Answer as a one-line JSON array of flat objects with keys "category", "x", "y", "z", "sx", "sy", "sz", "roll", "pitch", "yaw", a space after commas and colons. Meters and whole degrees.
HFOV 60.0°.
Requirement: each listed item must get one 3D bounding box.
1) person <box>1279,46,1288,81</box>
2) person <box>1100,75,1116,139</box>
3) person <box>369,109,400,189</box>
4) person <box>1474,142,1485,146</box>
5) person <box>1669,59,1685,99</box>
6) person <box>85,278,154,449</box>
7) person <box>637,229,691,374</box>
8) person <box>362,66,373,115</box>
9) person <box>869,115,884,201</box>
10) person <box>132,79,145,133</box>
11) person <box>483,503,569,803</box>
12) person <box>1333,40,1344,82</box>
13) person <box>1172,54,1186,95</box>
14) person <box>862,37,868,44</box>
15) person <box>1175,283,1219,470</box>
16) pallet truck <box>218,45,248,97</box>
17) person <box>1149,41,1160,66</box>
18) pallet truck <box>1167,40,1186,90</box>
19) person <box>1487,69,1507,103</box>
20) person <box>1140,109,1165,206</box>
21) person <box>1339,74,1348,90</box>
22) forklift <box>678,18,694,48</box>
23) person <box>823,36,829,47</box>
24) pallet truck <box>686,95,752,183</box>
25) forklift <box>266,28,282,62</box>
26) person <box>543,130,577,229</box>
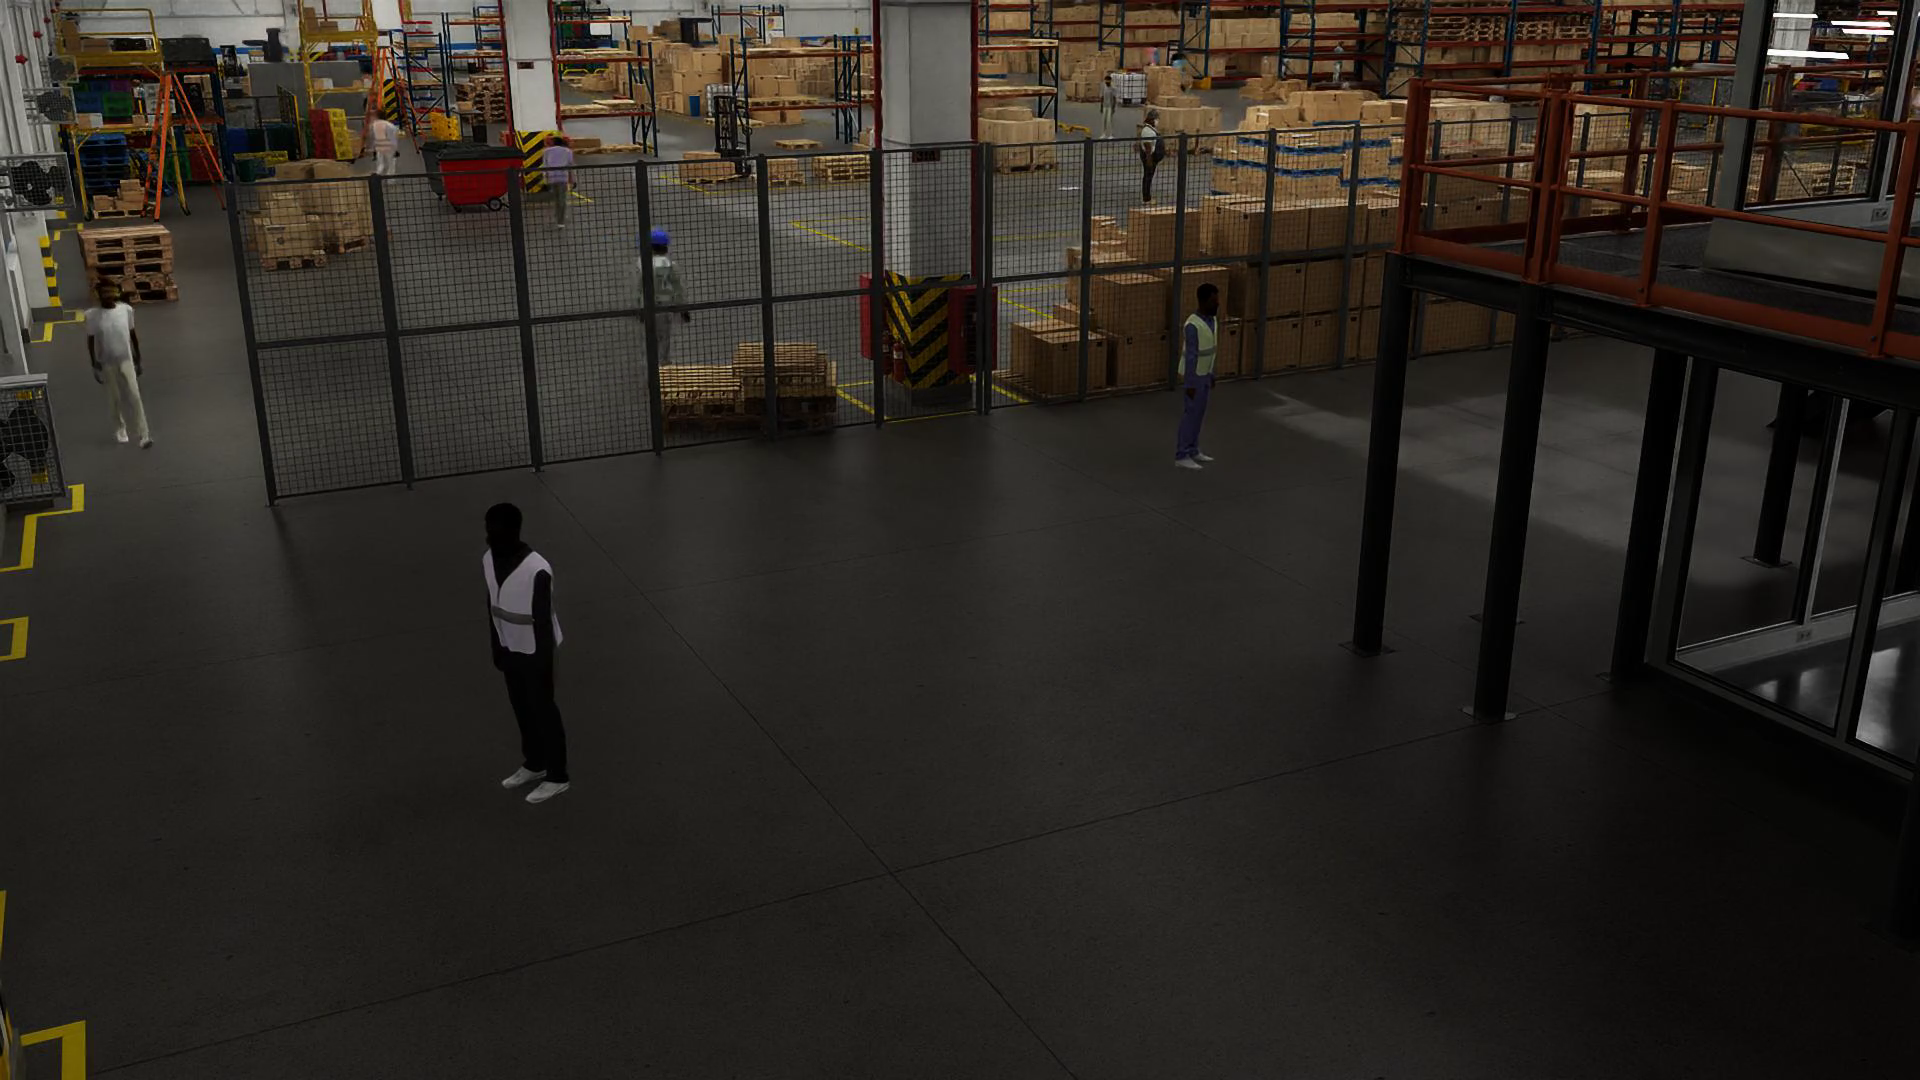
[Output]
[{"category": "person", "x": 12.916, "y": -18.838, "z": 66.717, "sx": 0.371, "sy": 1.928, "sz": 0.543, "roll": -8, "pitch": 21, "yaw": -23}, {"category": "person", "x": 4.428, "y": -12.942, "z": 49.734, "sx": 0.528, "sy": 1.860, "sz": 0.333, "roll": 15, "pitch": 24, "yaw": 37}, {"category": "person", "x": -13.267, "y": -9.010, "z": 38.388, "sx": 0.641, "sy": 1.832, "sz": 0.463, "roll": 4, "pitch": 19, "yaw": 11}, {"category": "person", "x": 9.451, "y": -6.293, "z": 30.404, "sx": 0.557, "sy": 1.889, "sz": 0.961, "roll": -16, "pitch": 25, "yaw": -39}, {"category": "person", "x": 26.667, "y": -17.051, "z": 61.945, "sx": 0.542, "sy": 1.643, "sz": 0.853, "roll": 7, "pitch": 20, "yaw": 19}, {"category": "person", "x": -8.949, "y": -1.864, "z": 17.679, "sx": 0.517, "sy": 1.820, "sz": 0.982, "roll": -13, "pitch": 23, "yaw": -33}, {"category": "person", "x": -3.570, "y": -2.838, "z": 20.348, "sx": 0.624, "sy": 1.911, "sz": 0.864, "roll": 15, "pitch": 24, "yaw": 37}, {"category": "person", "x": -20.508, "y": -15.640, "z": 57.859, "sx": 0.548, "sy": 1.642, "sz": 0.885, "roll": 8, "pitch": 21, "yaw": 23}, {"category": "person", "x": -1.709, "y": -8.296, "z": 36.220, "sx": 0.572, "sy": 1.887, "sz": 0.356, "roll": -16, "pitch": 25, "yaw": -39}, {"category": "person", "x": -25.381, "y": -13.404, "z": 51.415, "sx": 0.524, "sy": 1.632, "sz": 0.321, "roll": 5, "pitch": 20, "yaw": 14}, {"category": "person", "x": -2.662, "y": 0.671, "z": 10.203, "sx": 0.584, "sy": 1.911, "sz": 0.389, "roll": 15, "pitch": 24, "yaw": 37}, {"category": "person", "x": 16.239, "y": -20.446, "z": 71.373, "sx": 0.379, "sy": 1.933, "sz": 0.629, "roll": -3, "pitch": 19, "yaw": -10}, {"category": "person", "x": 8.679, "y": -18.545, "z": 66.326, "sx": 0.942, "sy": 1.626, "sz": 0.537, "roll": 13, "pitch": 23, "yaw": 33}, {"category": "person", "x": -4.241, "y": -21.178, "z": 73.415, "sx": 0.628, "sy": 1.981, "sz": 0.648, "roll": -15, "pitch": 24, "yaw": -36}, {"category": "person", "x": 2.426, "y": -1.674, "z": 16.988, "sx": 0.383, "sy": 1.912, "sz": 0.591, "roll": 10, "pitch": 22, "yaw": 27}, {"category": "pallet truck", "x": -28.879, "y": -18.665, "z": 66.111, "sx": 0.823, "sy": 1.965, "sz": 1.885, "roll": -3, "pitch": 19, "yaw": -9}, {"category": "person", "x": 8.628, "y": -20.937, "z": 72.956, "sx": 0.738, "sy": 1.819, "sz": 0.662, "roll": -7, "pitch": 20, "yaw": -19}, {"category": "pallet truck", "x": 9.045, "y": -19.971, "z": 69.895, "sx": 0.823, "sy": 1.965, "sz": 1.885, "roll": -3, "pitch": 19, "yaw": -8}, {"category": "person", "x": 16.563, "y": -13.566, "z": 51.405, "sx": 0.612, "sy": 1.948, "sz": 0.778, "roll": 3, "pitch": 19, "yaw": 10}, {"category": "person", "x": 4.150, "y": -8.253, "z": 35.863, "sx": 0.538, "sy": 2.000, "sz": 0.690, "roll": 3, "pitch": 19, "yaw": 8}, {"category": "person", "x": 12.380, "y": -14.246, "z": 53.861, "sx": 0.450, "sy": 1.632, "sz": 0.548, "roll": 4, "pitch": 19, "yaw": 11}, {"category": "forklift", "x": -11.816, "y": -21.177, "z": 72.058, "sx": 1.873, "sy": 2.768, "sz": 1.129, "roll": -9, "pitch": 21, "yaw": -25}, {"category": "person", "x": -6.040, "y": -22.202, "z": 76.539, "sx": 0.960, "sy": 1.894, "sz": 0.546, "roll": 16, "pitch": 25, "yaw": 38}, {"category": "pallet truck", "x": -5.836, "y": -9.608, "z": 39.856, "sx": 0.823, "sy": 1.965, "sz": 1.885, "roll": 10, "pitch": 22, "yaw": 27}, {"category": "forklift", "x": -24.567, "y": -16.973, "z": 59.873, "sx": 1.873, "sy": 2.768, "sz": 1.129, "roll": -9, "pitch": 21, "yaw": -25}, {"category": "person", "x": -7.898, "y": -7.133, "z": 32.879, "sx": 0.602, "sy": 1.861, "sz": 1.020, "roll": 0, "pitch": 19, "yaw": 0}]
